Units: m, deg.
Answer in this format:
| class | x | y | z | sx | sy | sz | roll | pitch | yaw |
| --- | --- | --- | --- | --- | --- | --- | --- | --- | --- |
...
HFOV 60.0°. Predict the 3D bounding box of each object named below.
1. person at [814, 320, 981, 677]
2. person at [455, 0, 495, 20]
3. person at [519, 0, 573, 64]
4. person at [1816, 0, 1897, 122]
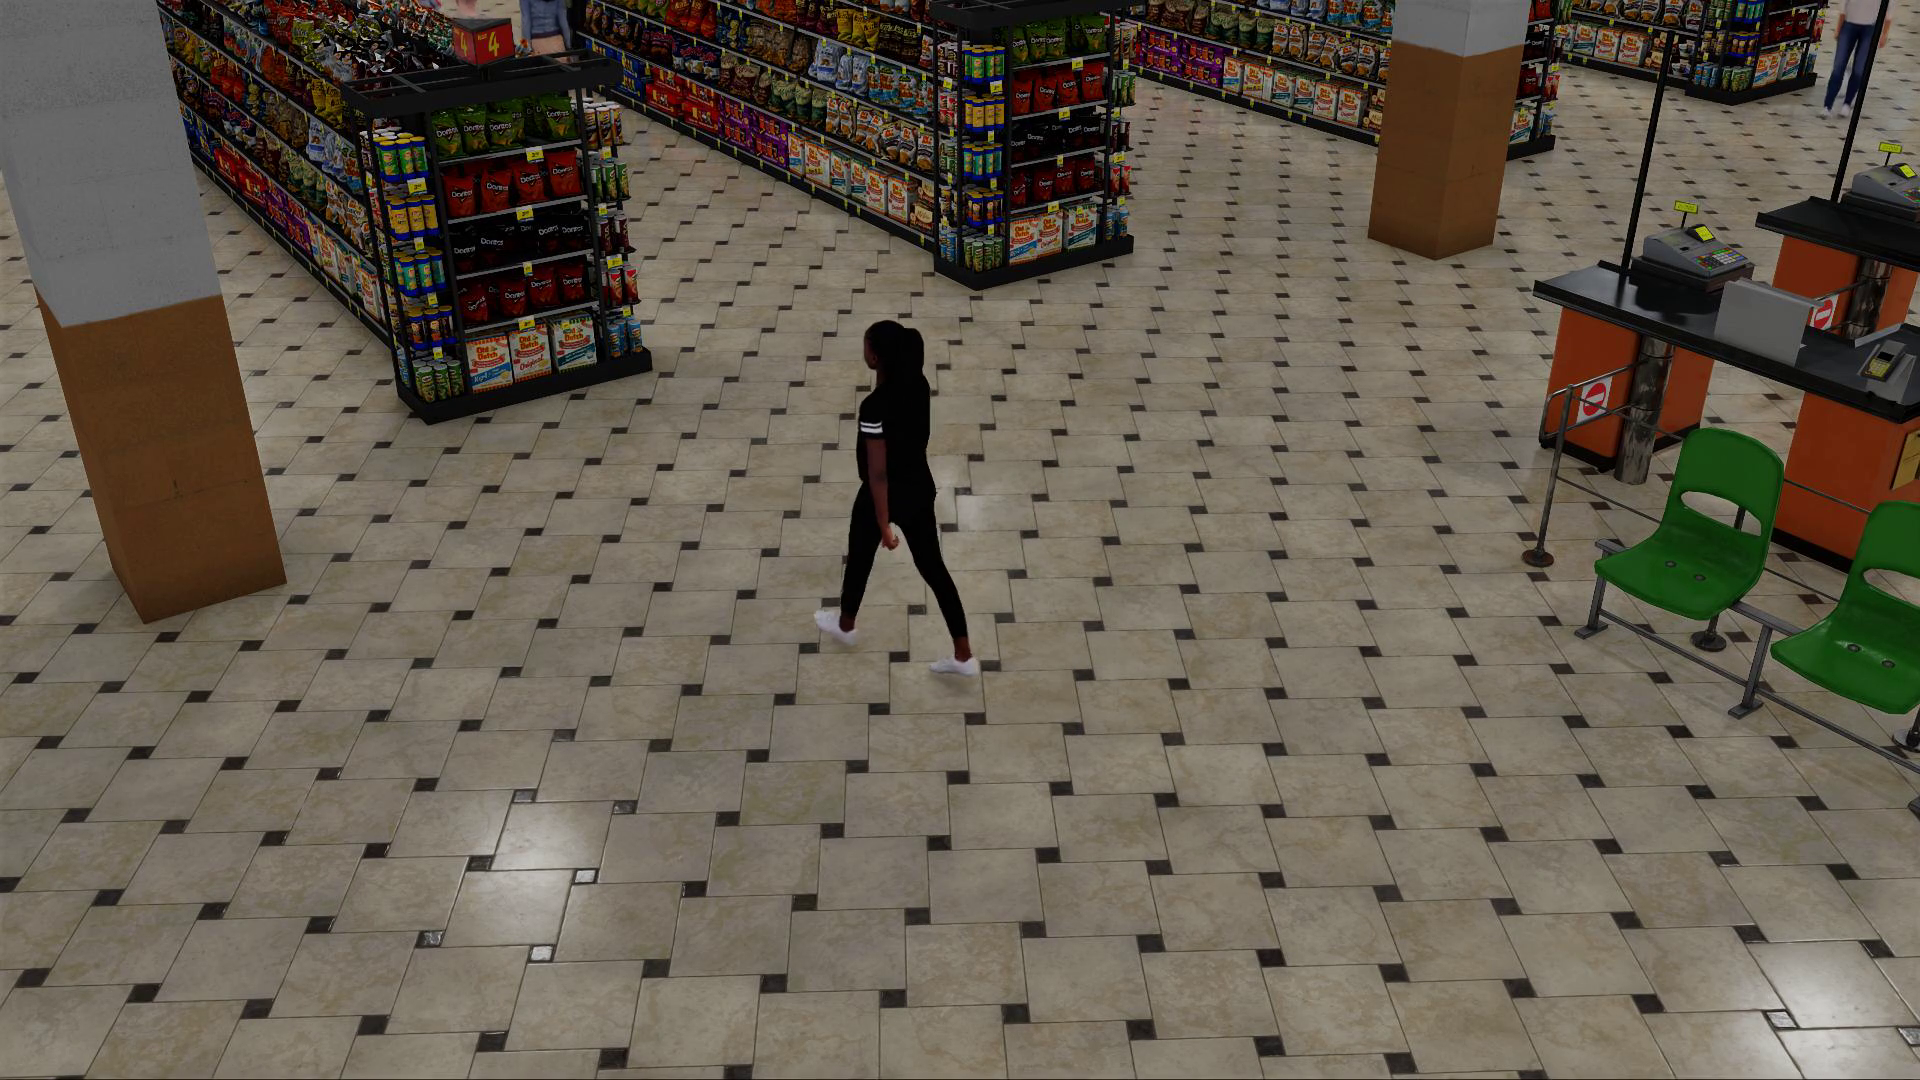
| class | x | y | z | sx | sy | sz | roll | pitch | yaw |
| --- | --- | --- | --- | --- | --- | --- | --- | --- | --- |
| person | -0.209 | -0.133 | 7.422 | 1.249 | 1.686 | 0.840 | 21 | 35 | 33 |
| person | -3.940 | -3.646 | 13.715 | 0.672 | 1.821 | 0.721 | -21 | 35 | -33 |
| person | -3.721 | -4.364 | 15.099 | 0.697 | 1.755 | 0.884 | -14 | 32 | -24 |
| person | 8.831 | -4.974 | 16.281 | 1.012 | 1.693 | 0.918 | 19 | 34 | 30 |
